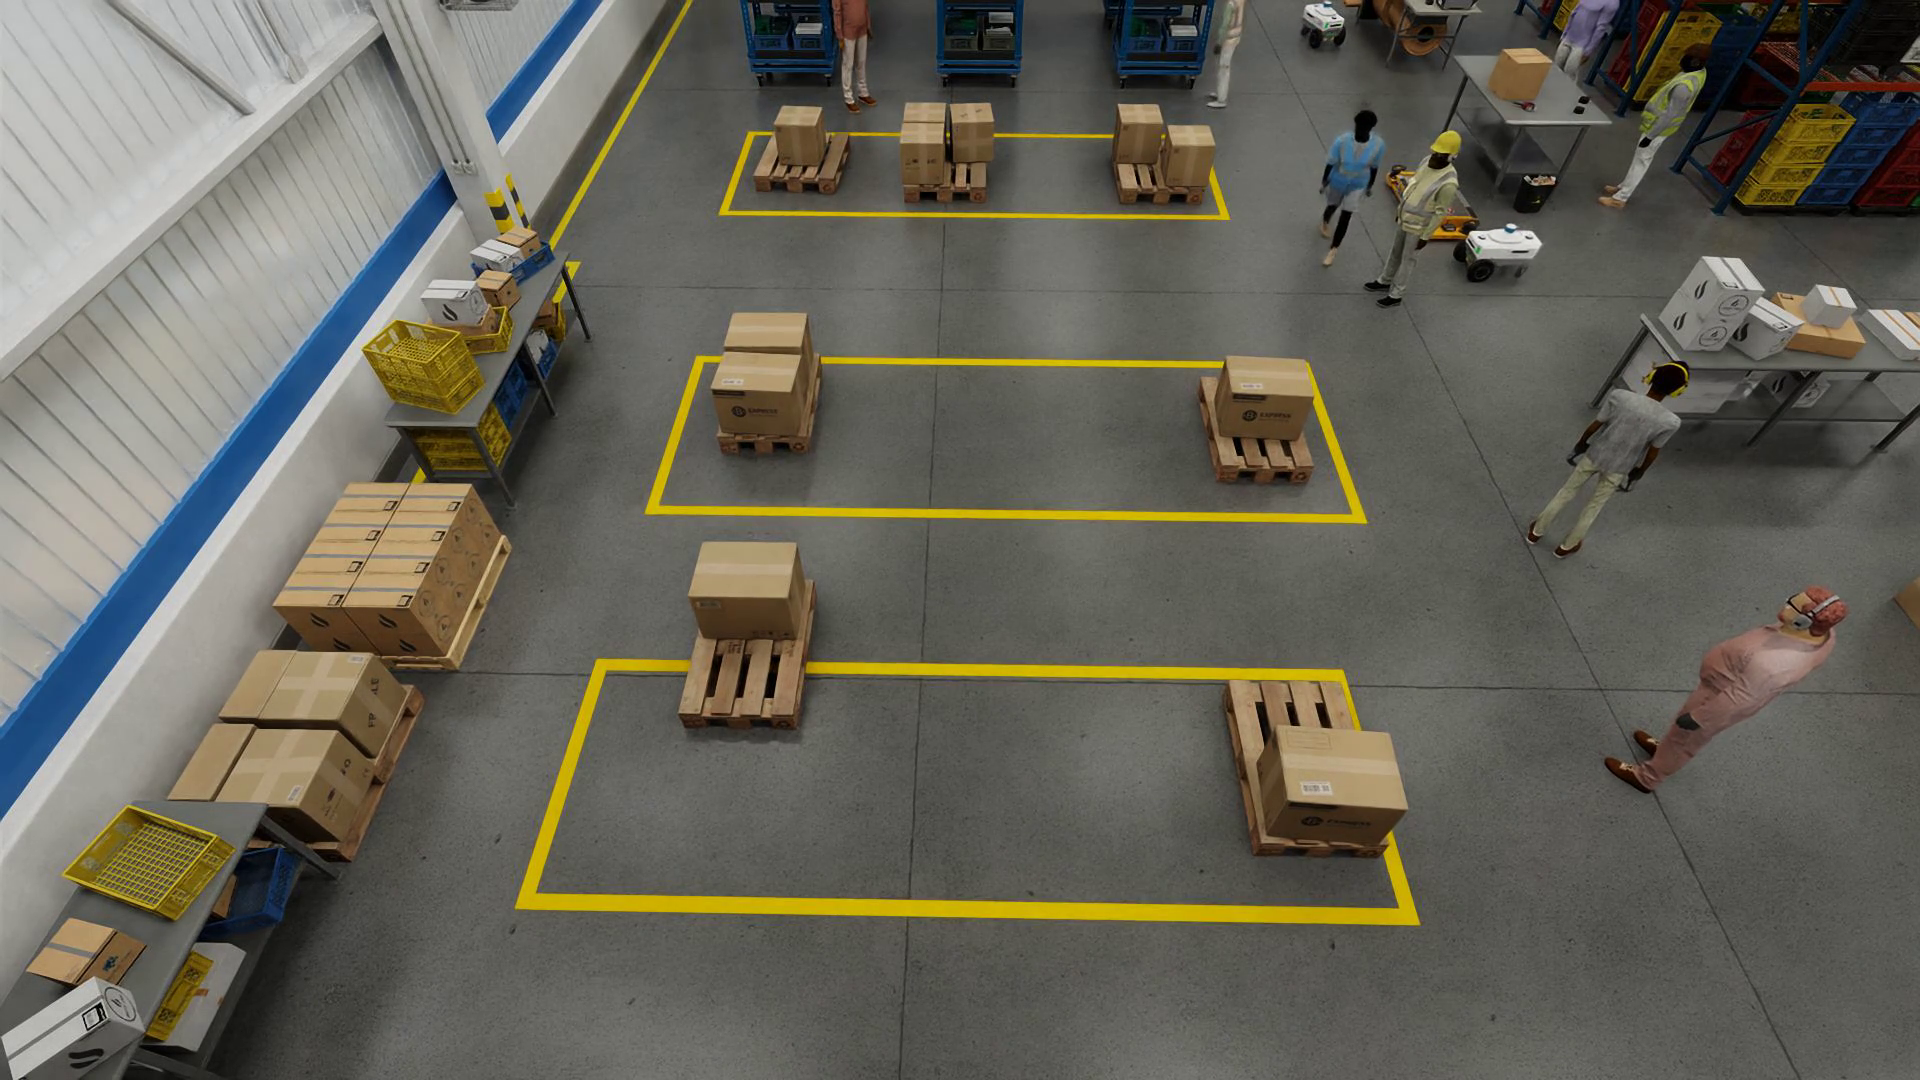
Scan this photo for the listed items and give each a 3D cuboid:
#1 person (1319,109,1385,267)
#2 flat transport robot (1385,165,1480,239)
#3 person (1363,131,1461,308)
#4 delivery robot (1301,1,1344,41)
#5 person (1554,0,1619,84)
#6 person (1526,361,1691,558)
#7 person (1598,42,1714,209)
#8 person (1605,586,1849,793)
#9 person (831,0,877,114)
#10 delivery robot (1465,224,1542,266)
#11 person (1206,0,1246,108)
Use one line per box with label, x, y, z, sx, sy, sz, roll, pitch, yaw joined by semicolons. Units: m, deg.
person;4.241;-3.918;10.008;0.560;1.639;0.831;16;51;13
flat transport robot;5.692;-4.094;11.059;0.652;0.197;1.431;1;49;1
person;4.607;-3.236;9.287;0.404;1.835;0.600;-5;49;-5
delivery robot;5.668;-8.135;14.310;0.477;0.478;0.707;-13;50;-11
person;8.152;-6.562;12.107;0.363;1.932;0.630;-7;50;-6
person;4.931;-0.596;6.981;0.328;1.872;0.515;-36;58;-27
person;8.075;-4.785;10.625;0.429;1.844;0.627;31;56;24
person;4.681;0.936;5.631;0.644;1.907;0.400;-25;54;-20
person;-1.415;-6.806;12.280;0.387;1.988;0.608;34;57;26
delivery robot;5.952;-3.229;10.063;0.707;0.478;0.477;0;49;0
person;3.656;-6.798;12.508;0.322;1.628;0.538;21;52;17
